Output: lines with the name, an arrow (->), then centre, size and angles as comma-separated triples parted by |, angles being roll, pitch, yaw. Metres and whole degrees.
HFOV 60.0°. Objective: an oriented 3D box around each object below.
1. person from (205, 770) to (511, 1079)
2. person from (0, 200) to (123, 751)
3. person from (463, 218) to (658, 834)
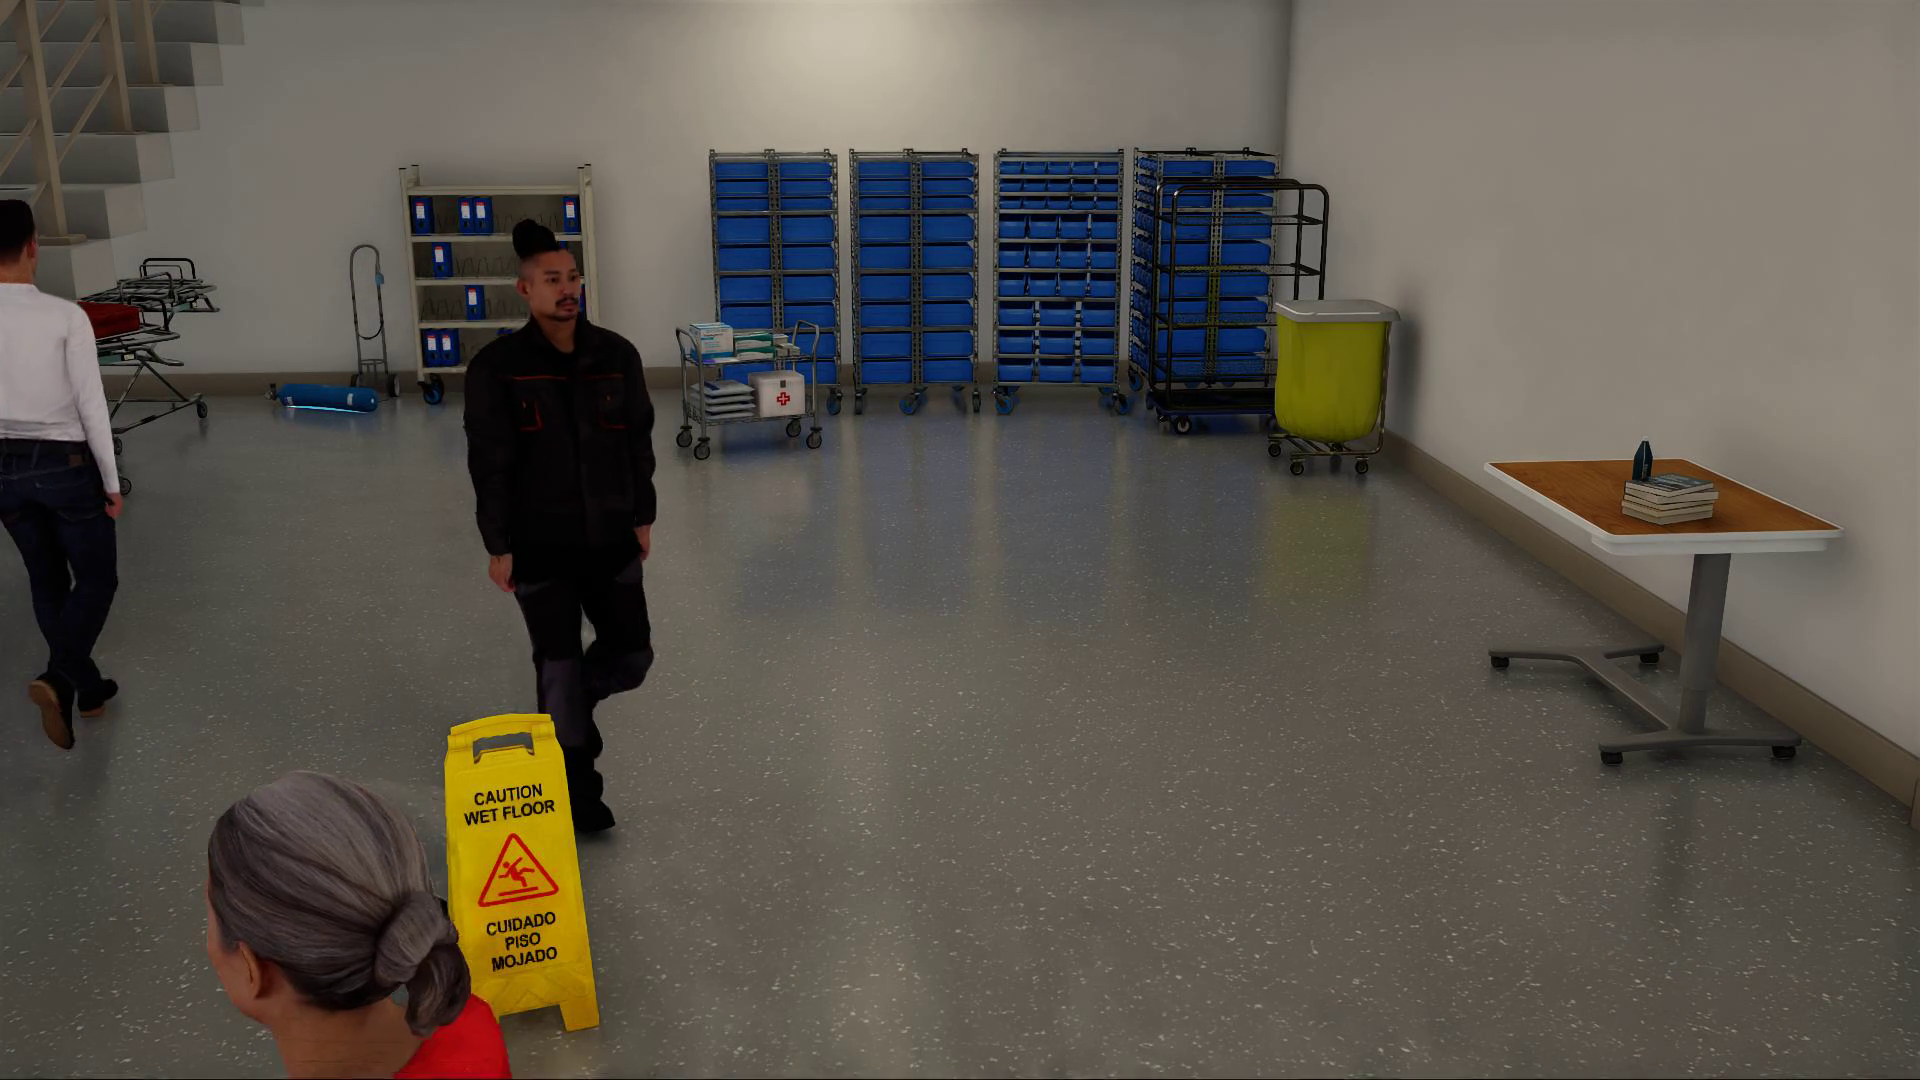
person -> -0.474, 1.032, 1.627 | 0.948, 1.664, 1.098 | 6, 17, 21
person -> -3.132, -0.190, 5.627 | 0.659, 1.845, 1.074 | -2, 16, -8
person -> -1.234, -0.051, 5.131 | 0.992, 1.845, 1.070 | -11, 19, -34
